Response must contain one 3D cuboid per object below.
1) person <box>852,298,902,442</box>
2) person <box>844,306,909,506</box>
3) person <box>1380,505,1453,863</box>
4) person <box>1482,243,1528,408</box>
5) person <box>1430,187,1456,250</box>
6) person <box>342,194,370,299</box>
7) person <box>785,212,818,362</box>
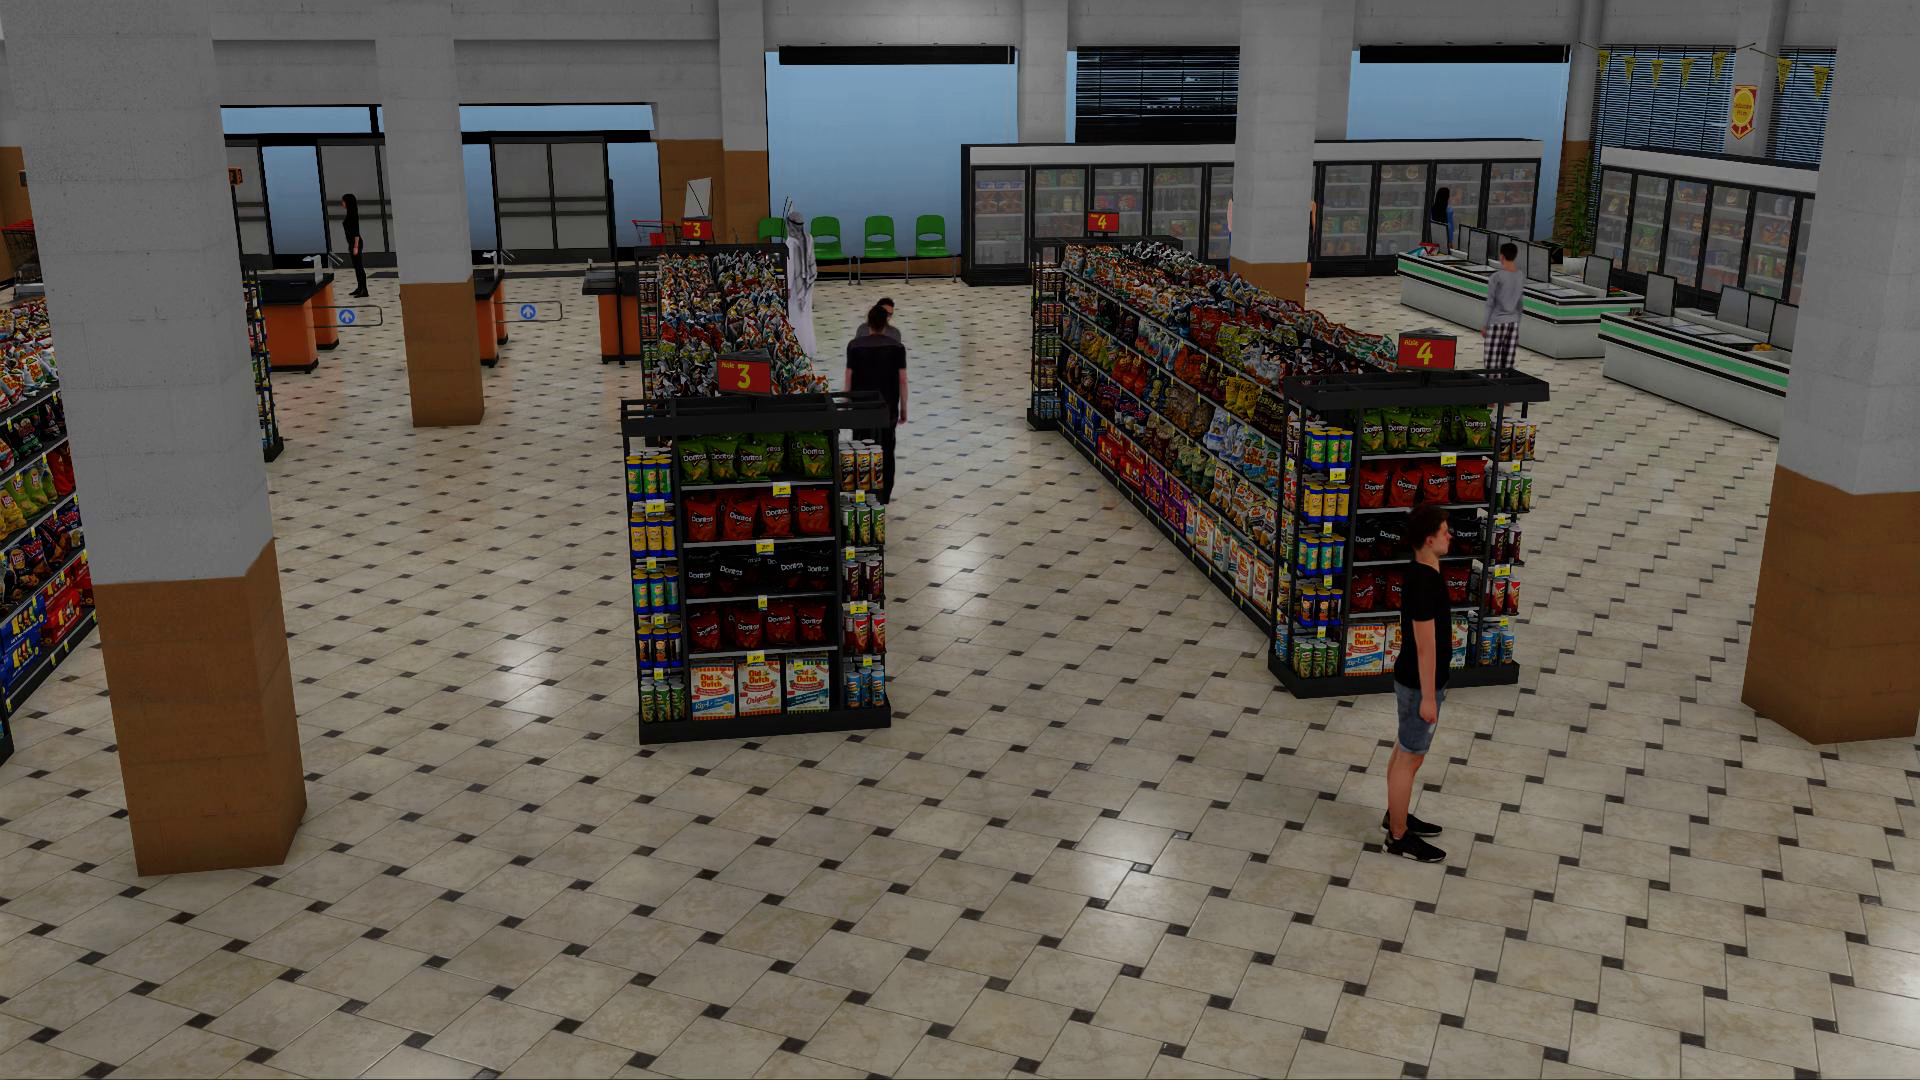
[{"bbox_3d":[-0.844,-1.462,15.874,0.804,1.708,0.981,3,17,11],"label":"person"},{"bbox_3d":[-0.743,-1.098,14.486,0.744,1.817,1.149,-2,17,-7],"label":"person"},{"bbox_3d":[2.337,0.708,8.494,0.790,1.844,0.646,4,17,12],"label":"person"},{"bbox_3d":[6.153,-2.433,18.837,0.638,1.844,0.570,-5,18,-16],"label":"person"},{"bbox_3d":[7.854,-4.907,27.211,0.725,1.713,0.573,-10,19,-29],"label":"person"},{"bbox_3d":[-9.763,-4.761,26.854,0.709,1.642,0.563,-10,20,-31],"label":"person"},{"bbox_3d":[-2.082,-3.246,21.376,0.861,1.926,0.780,9,19,28],"label":"person"}]
